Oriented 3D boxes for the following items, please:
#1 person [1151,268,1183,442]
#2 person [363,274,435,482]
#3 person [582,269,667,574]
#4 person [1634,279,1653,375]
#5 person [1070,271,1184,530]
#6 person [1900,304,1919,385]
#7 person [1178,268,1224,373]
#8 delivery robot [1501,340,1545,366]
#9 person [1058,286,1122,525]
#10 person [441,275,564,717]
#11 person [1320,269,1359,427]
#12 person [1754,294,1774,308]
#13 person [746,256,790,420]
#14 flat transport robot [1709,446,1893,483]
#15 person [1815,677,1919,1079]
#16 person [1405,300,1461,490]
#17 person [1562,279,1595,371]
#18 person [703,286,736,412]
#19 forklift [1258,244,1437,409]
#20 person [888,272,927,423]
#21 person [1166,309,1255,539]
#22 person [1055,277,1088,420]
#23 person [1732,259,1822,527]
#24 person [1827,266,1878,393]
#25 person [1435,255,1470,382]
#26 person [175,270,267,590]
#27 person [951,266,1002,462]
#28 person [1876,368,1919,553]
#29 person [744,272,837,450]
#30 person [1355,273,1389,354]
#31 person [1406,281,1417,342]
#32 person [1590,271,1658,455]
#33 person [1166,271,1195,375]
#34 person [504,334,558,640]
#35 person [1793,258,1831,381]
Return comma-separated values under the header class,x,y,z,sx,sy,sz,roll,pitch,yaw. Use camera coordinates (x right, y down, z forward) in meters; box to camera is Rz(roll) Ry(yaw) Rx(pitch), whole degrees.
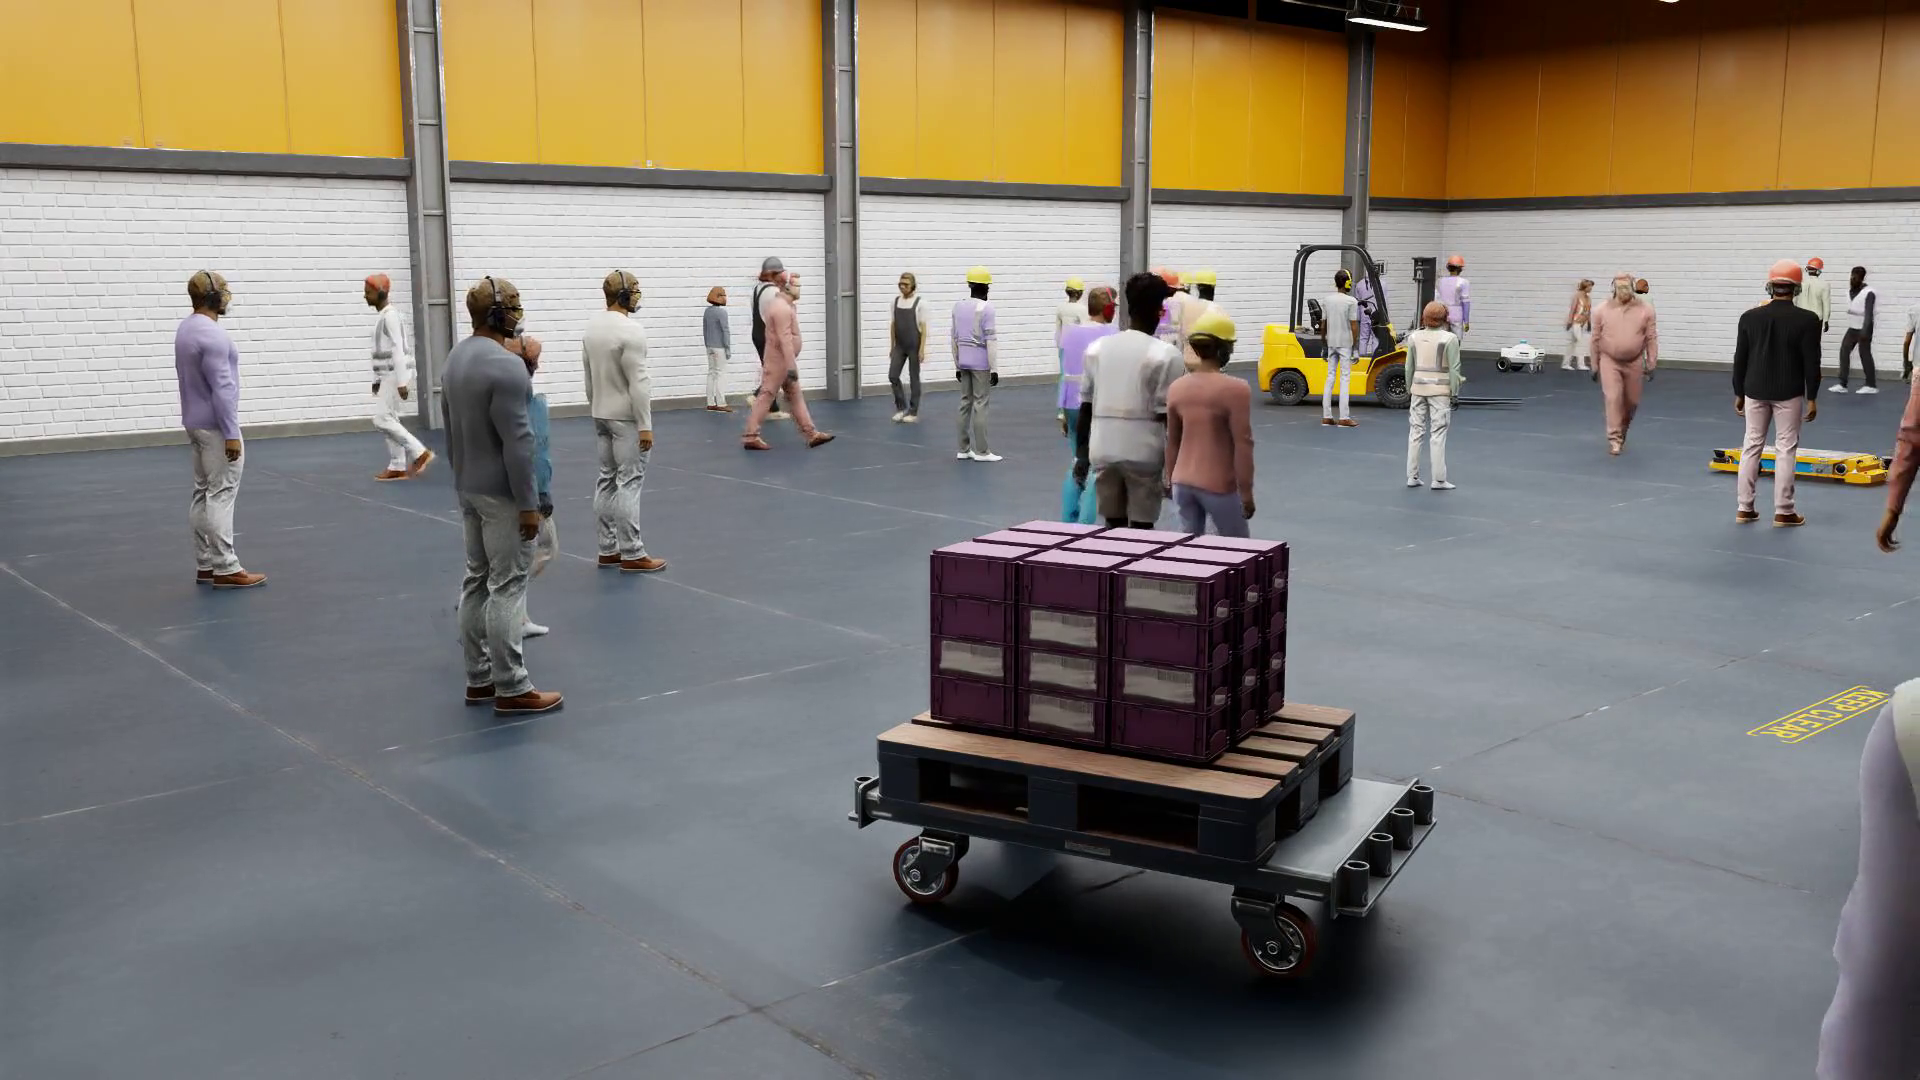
class,x,y,z,sx,sy,sz,roll,pitch,yaw
person,2.122,-2.005,18.130,0.497,1.898,0.594,-2,10,-12
person,-5.070,-1.440,14.871,0.458,1.868,0.600,-4,10,-22
person,-2.159,-0.753,10.644,0.358,1.938,0.636,-9,13,-41
person,11.593,-3.636,28.417,0.271,1.632,0.508,-9,13,-41
person,0.881,-0.444,8.822,0.668,1.939,0.534,7,12,36
person,9.556,-1.696,16.367,0.314,1.869,0.535,-9,13,-41
person,2.427,-1.827,17.063,0.706,1.906,0.591,-8,13,-40
delivery robot,9.774,-3.223,28.882,0.477,0.478,0.707,-9,13,-41
person,0.928,-0.883,11.830,0.494,1.817,0.581,-9,13,-43
person,-2.044,-0.191,7.356,0.358,1.938,0.636,-9,13,-41
person,4.528,-2.276,19.779,0.314,1.864,0.535,-9,13,-41
person,11.270,-2.759,23.093,0.315,1.696,0.541,-9,13,-41
person,-2.327,-2.478,20.445,0.658,2.000,0.679,-6,11,-31
flat transport robot,7.737,-0.709,15.266,0.652,0.197,1.431,-8,13,-41
person,1.384,0.748,1.985,0.651,1.891,1.002,5,11,29
person,4.099,-1.253,14.447,0.306,1.639,0.524,-9,13,-41
person,10.982,-3.787,29.351,0.706,1.603,0.531,9,13,43
person,-3.144,-2.475,21.620,0.271,1.632,0.508,-9,13,-41
forklift,5.256,-2.933,22.661,2.313,2.155,1.214,3,10,16
person,-0.661,-2.313,20.094,0.550,1.828,0.516,5,11,26
person,1.243,-0.263,8.277,0.392,1.754,0.566,-8,13,-40
person,1.400,-2.331,20.389,0.315,1.767,0.534,-9,13,-41
person,6.143,-1.096,12.501,0.399,1.991,0.625,-9,13,-41
person,13.194,-3.075,24.440,0.842,1.870,0.612,-2,10,-11
person,7.939,-3.562,26.784,0.378,2.042,0.615,-9,13,-41
person,-4.538,-0.667,10.139,0.358,1.938,0.636,-9,13,-41
person,0.170,-1.733,16.414,0.370,1.925,0.595,-9,13,-41
person,4.030,-0.091,6.705,0.812,1.967,0.621,-6,12,-32
person,-1.804,-1.851,17.336,1.003,1.848,0.656,-1,10,-4
person,7.265,-3.912,29.237,0.408,1.906,0.653,-9,13,-41
person,6.924,-3.106,24.703,0.761,1.846,0.517,-1,10,-5
person,6.847,-1.835,17.213,0.655,1.878,0.791,2,10,12
person,3.066,-2.839,23.225,0.467,1.819,0.597,-7,12,-36
person,-2.332,-0.255,8.620,0.535,1.622,0.427,7,12,37
person,13.806,-3.576,27.009,0.385,1.993,0.624,-9,13,-41
